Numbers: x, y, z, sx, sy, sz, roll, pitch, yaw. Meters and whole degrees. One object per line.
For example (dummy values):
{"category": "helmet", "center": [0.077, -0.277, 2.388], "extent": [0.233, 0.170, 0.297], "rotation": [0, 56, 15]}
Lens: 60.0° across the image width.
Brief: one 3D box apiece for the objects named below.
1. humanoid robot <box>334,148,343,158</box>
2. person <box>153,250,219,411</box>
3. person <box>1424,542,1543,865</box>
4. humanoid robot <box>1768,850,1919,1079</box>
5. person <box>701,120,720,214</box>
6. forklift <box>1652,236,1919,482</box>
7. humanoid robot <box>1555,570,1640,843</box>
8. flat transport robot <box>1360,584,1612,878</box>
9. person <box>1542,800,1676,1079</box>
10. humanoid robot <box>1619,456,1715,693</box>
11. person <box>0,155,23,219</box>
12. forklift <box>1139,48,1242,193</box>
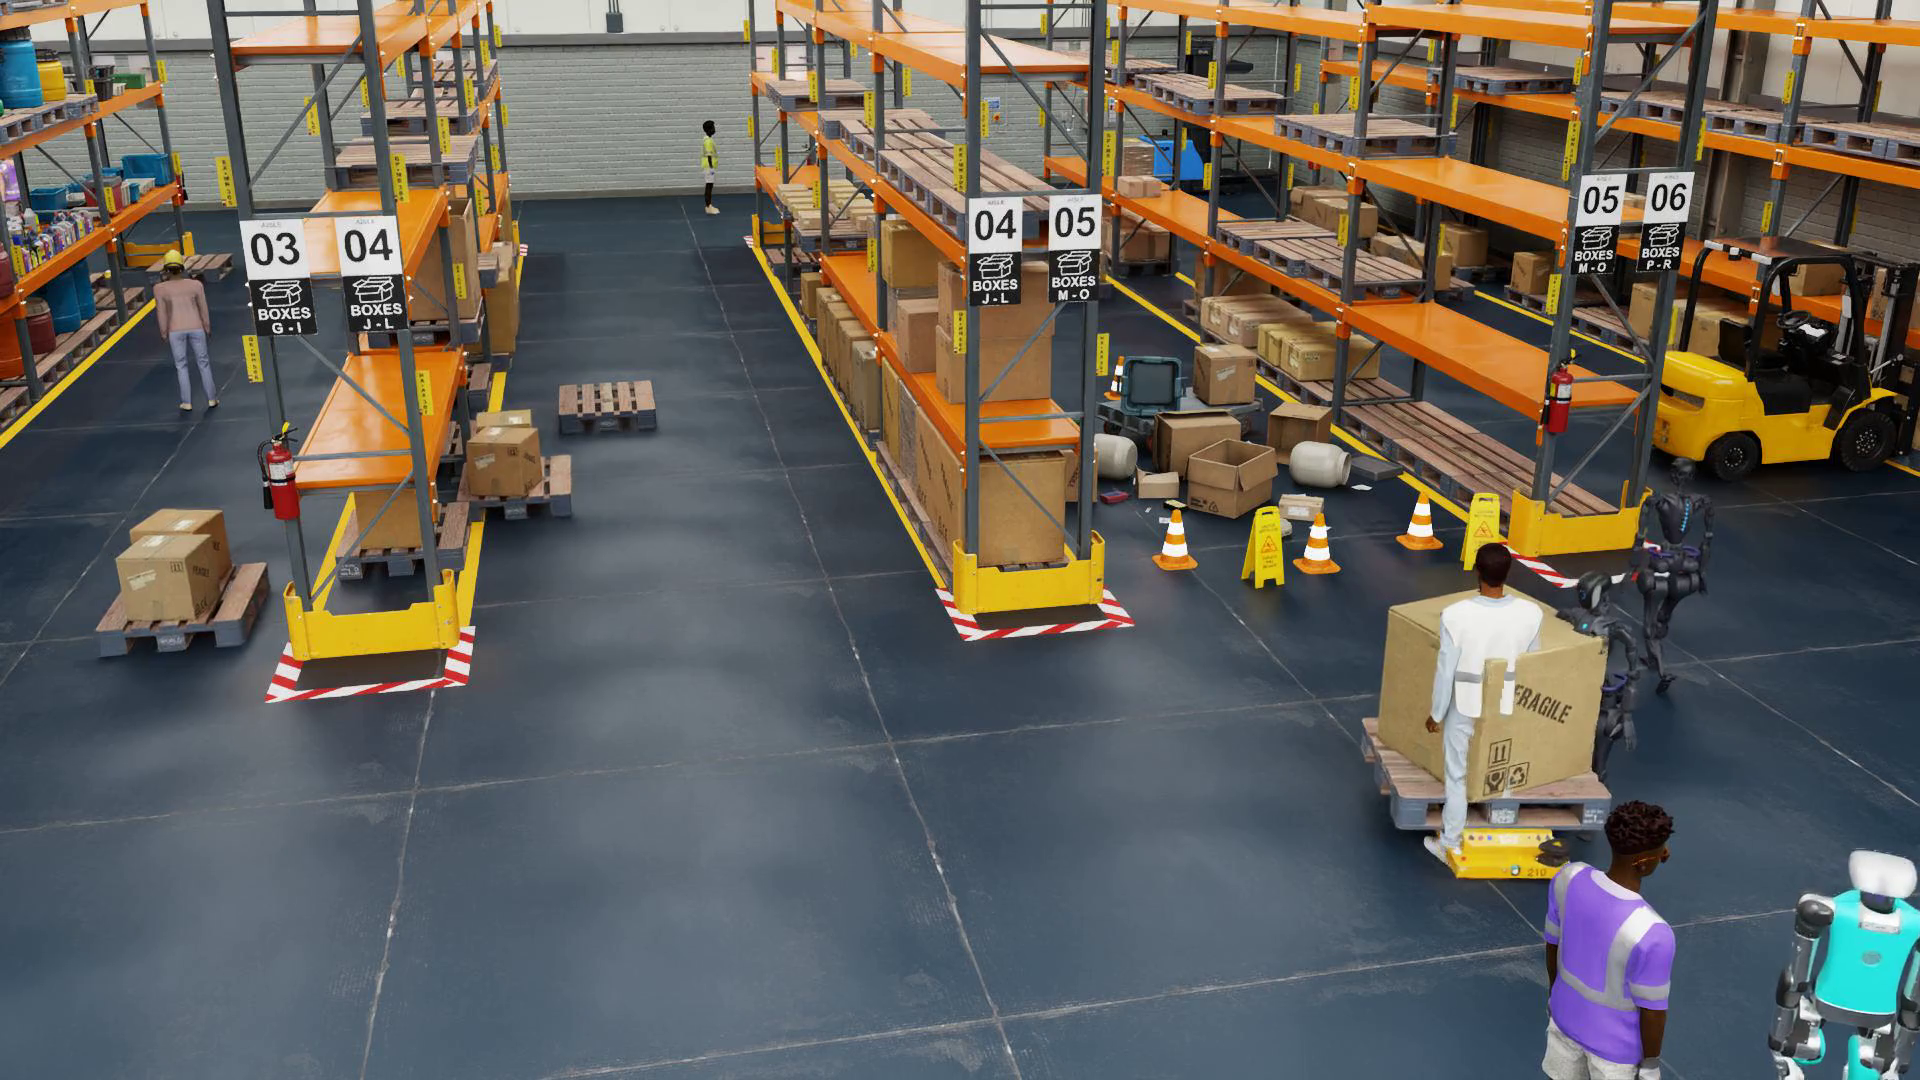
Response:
{"category": "humanoid robot", "center": [-10.087, -5.582, 27.249], "extent": [0.735, 1.626, 0.609], "rotation": [7, 22, 18]}
{"category": "person", "center": [-8.490, -2.295, 18.230], "extent": [0.524, 1.769, 0.313], "rotation": [-11, 23, -27]}
{"category": "person", "center": [2.918, 0.937, 9.315], "extent": [0.596, 1.915, 0.372], "rotation": [-3, 21, -8]}
{"category": "humanoid robot", "center": [3.562, 1.990, 6.814], "extent": [0.536, 1.829, 0.747], "rotation": [6, 21, 16]}
{"category": "person", "center": [-4.603, -6.871, 30.650], "extent": [0.317, 1.695, 0.539], "rotation": [-4, 21, -10]}
{"category": "forklift", "center": [8.013, -1.814, 16.330], "extent": [2.313, 2.155, 1.214], "rotation": [-4, 21, -12]}
{"category": "humanoid robot", "center": [3.649, 0.957, 9.603], "extent": [0.312, 1.649, 0.613], "rotation": [-16, 26, -37]}
{"category": "flat transport robot", "center": [3.093, 1.577, 9.957], "extent": [0.659, 0.231, 1.431], "rotation": [0, 20, 0]}
{"category": "person", "center": [2.558, 1.917, 6.606], "extent": [0.365, 1.965, 0.607], "rotation": [-9, 22, -22]}
{"category": "humanoid robot", "center": [4.986, 0.229, 11.620], "extent": [0.611, 1.639, 0.701], "rotation": [-1, 20, -2]}
{"category": "person", "center": [-15.314, -5.502, 26.984], "extent": [0.350, 1.688, 0.488], "rotation": [11, 23, 28]}
{"category": "forklift", "center": [4.566, -8.313, 32.860], "extent": [1.873, 2.768, 1.129], "rotation": [-4, 21, -12]}
